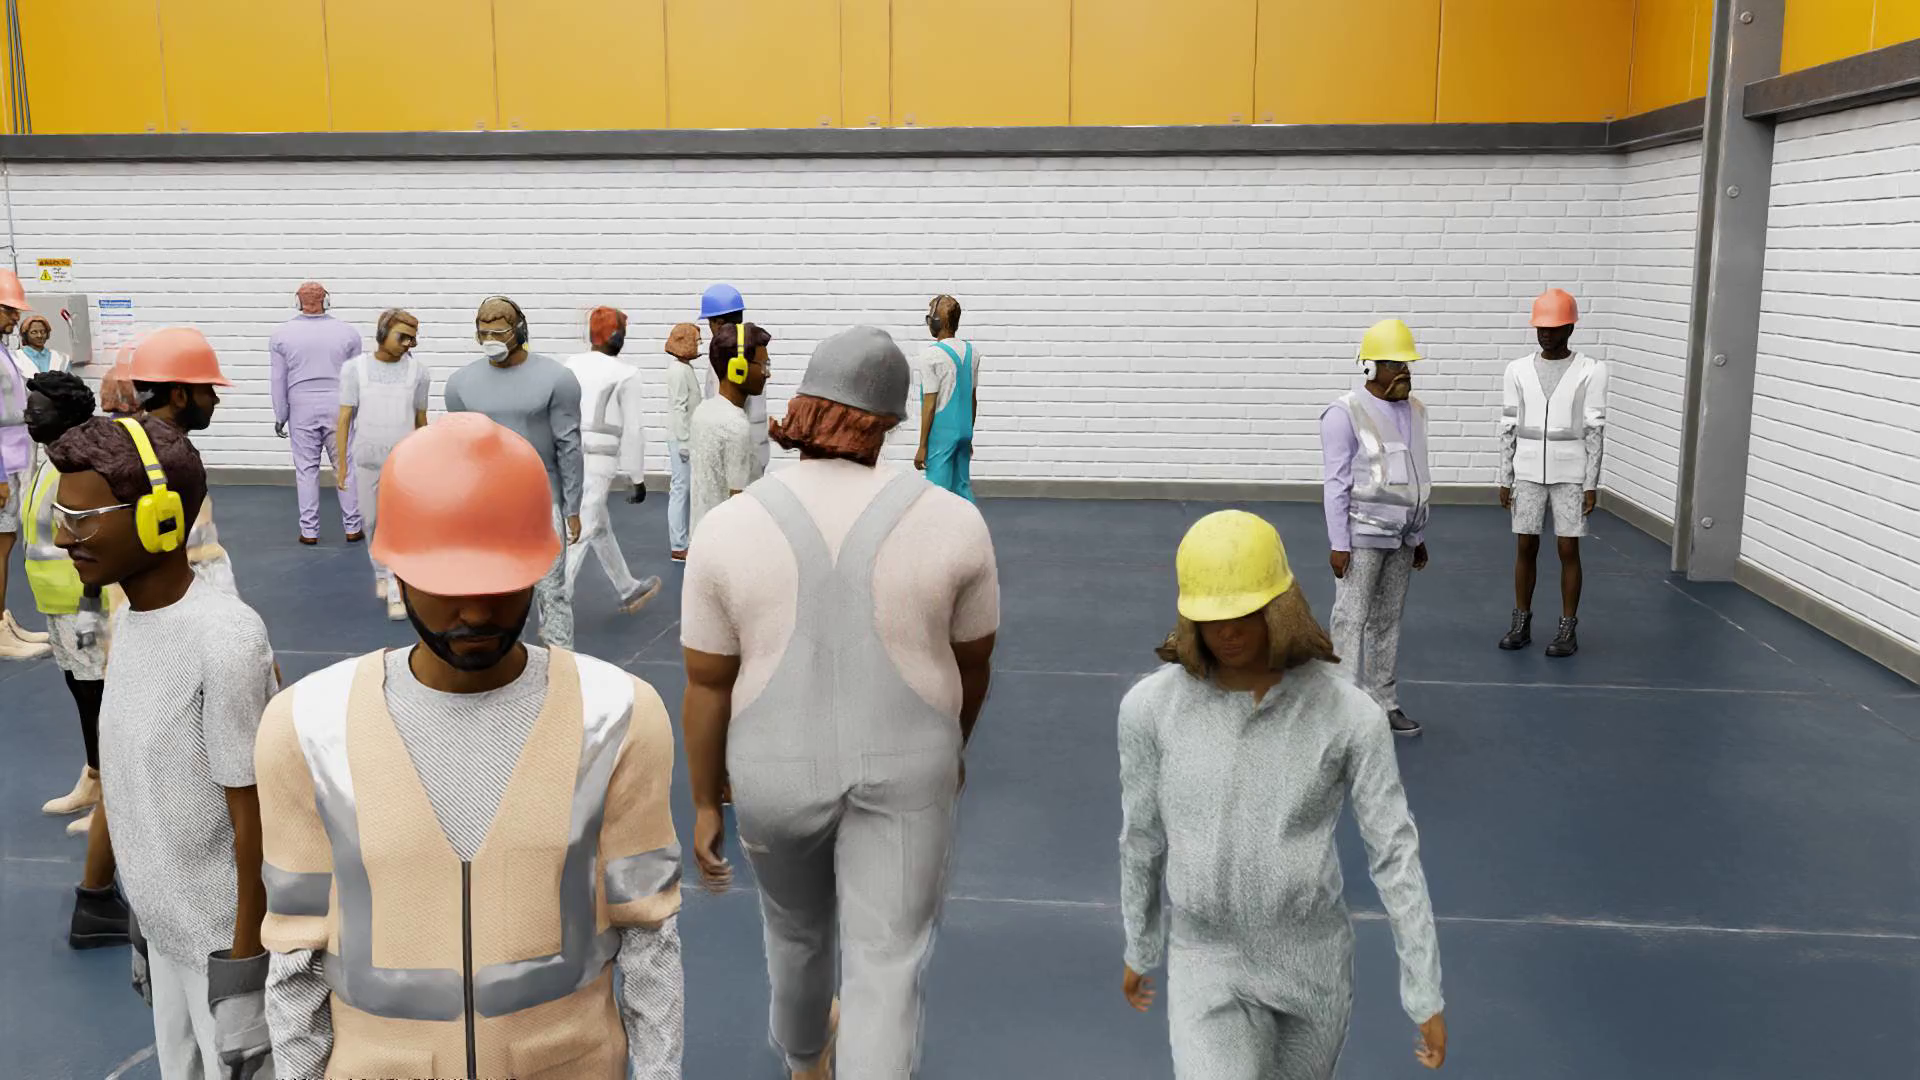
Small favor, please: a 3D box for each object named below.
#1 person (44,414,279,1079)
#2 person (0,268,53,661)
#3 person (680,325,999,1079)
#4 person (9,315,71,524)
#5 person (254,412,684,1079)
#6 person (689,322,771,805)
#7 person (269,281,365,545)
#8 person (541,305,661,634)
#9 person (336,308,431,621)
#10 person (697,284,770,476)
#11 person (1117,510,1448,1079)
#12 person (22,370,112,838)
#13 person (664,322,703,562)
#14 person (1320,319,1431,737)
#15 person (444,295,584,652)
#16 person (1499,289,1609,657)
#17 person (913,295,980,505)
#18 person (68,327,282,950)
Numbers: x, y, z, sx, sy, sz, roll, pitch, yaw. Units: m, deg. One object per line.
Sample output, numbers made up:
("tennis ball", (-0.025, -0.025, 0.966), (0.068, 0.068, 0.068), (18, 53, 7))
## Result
("person", (-1.326, 0.710, 2.885), (0.512, 1.857, 0.325), (9, 13, 42))
("person", (-4.974, -0.391, 8.671), (0.399, 2.033, 0.612), (-5, 11, -24))
("person", (-0.258, 0.467, 3.739), (0.686, 2.000, 1.097), (0, 10, 0))
("person", (-6.882, -0.858, 12.464), (0.313, 1.642, 0.513), (8, 13, 37))
("person", (-0.644, 0.782, 2.266), (0.550, 1.925, 0.390), (-2, 10, -14))
("person", (-0.875, 0.095, 6.408), (0.324, 1.854, 0.530), (-4, 11, -24))
("person", (-4.637, -0.918, 12.061), (0.652, 1.904, 0.402), (-4, 11, -23))
("person", (-2.068, -0.403, 9.392), (0.572, 1.810, 1.025), (5, 11, 28))
("person", (-3.391, -0.475, 9.838), (0.540, 1.802, 0.896), (-3, 10, -17))
("person", (-1.253, -0.444, 9.241), (0.402, 1.940, 0.602), (2, 10, 10))
("person", (0.571, 0.767, 3.035), (0.590, 1.675, 0.919), (2, 10, 11))
("person", (-3.235, 0.227, 6.088), (0.317, 1.700, 0.539), (-8, 13, -40))
("person", (-1.882, -0.673, 11.430), (0.285, 1.633, 0.501), (-1, 10, -3))
("person", (1.813, -0.031, 7.183), (0.589, 1.833, 0.404), (-7, 12, -36))
("person", (-2.020, -0.143, 7.571), (0.639, 1.927, 0.387), (1, 10, 4))
("person", (3.087, -0.345, 8.726), (0.539, 1.929, 0.387), (7, 12, 34))
("person", (-0.092, -0.622, 10.533), (0.345, 1.846, 0.507), (8, 13, 39))
("person", (-2.376, 0.286, 5.220), (0.993, 1.883, 0.569), (-6, 12, -33))
